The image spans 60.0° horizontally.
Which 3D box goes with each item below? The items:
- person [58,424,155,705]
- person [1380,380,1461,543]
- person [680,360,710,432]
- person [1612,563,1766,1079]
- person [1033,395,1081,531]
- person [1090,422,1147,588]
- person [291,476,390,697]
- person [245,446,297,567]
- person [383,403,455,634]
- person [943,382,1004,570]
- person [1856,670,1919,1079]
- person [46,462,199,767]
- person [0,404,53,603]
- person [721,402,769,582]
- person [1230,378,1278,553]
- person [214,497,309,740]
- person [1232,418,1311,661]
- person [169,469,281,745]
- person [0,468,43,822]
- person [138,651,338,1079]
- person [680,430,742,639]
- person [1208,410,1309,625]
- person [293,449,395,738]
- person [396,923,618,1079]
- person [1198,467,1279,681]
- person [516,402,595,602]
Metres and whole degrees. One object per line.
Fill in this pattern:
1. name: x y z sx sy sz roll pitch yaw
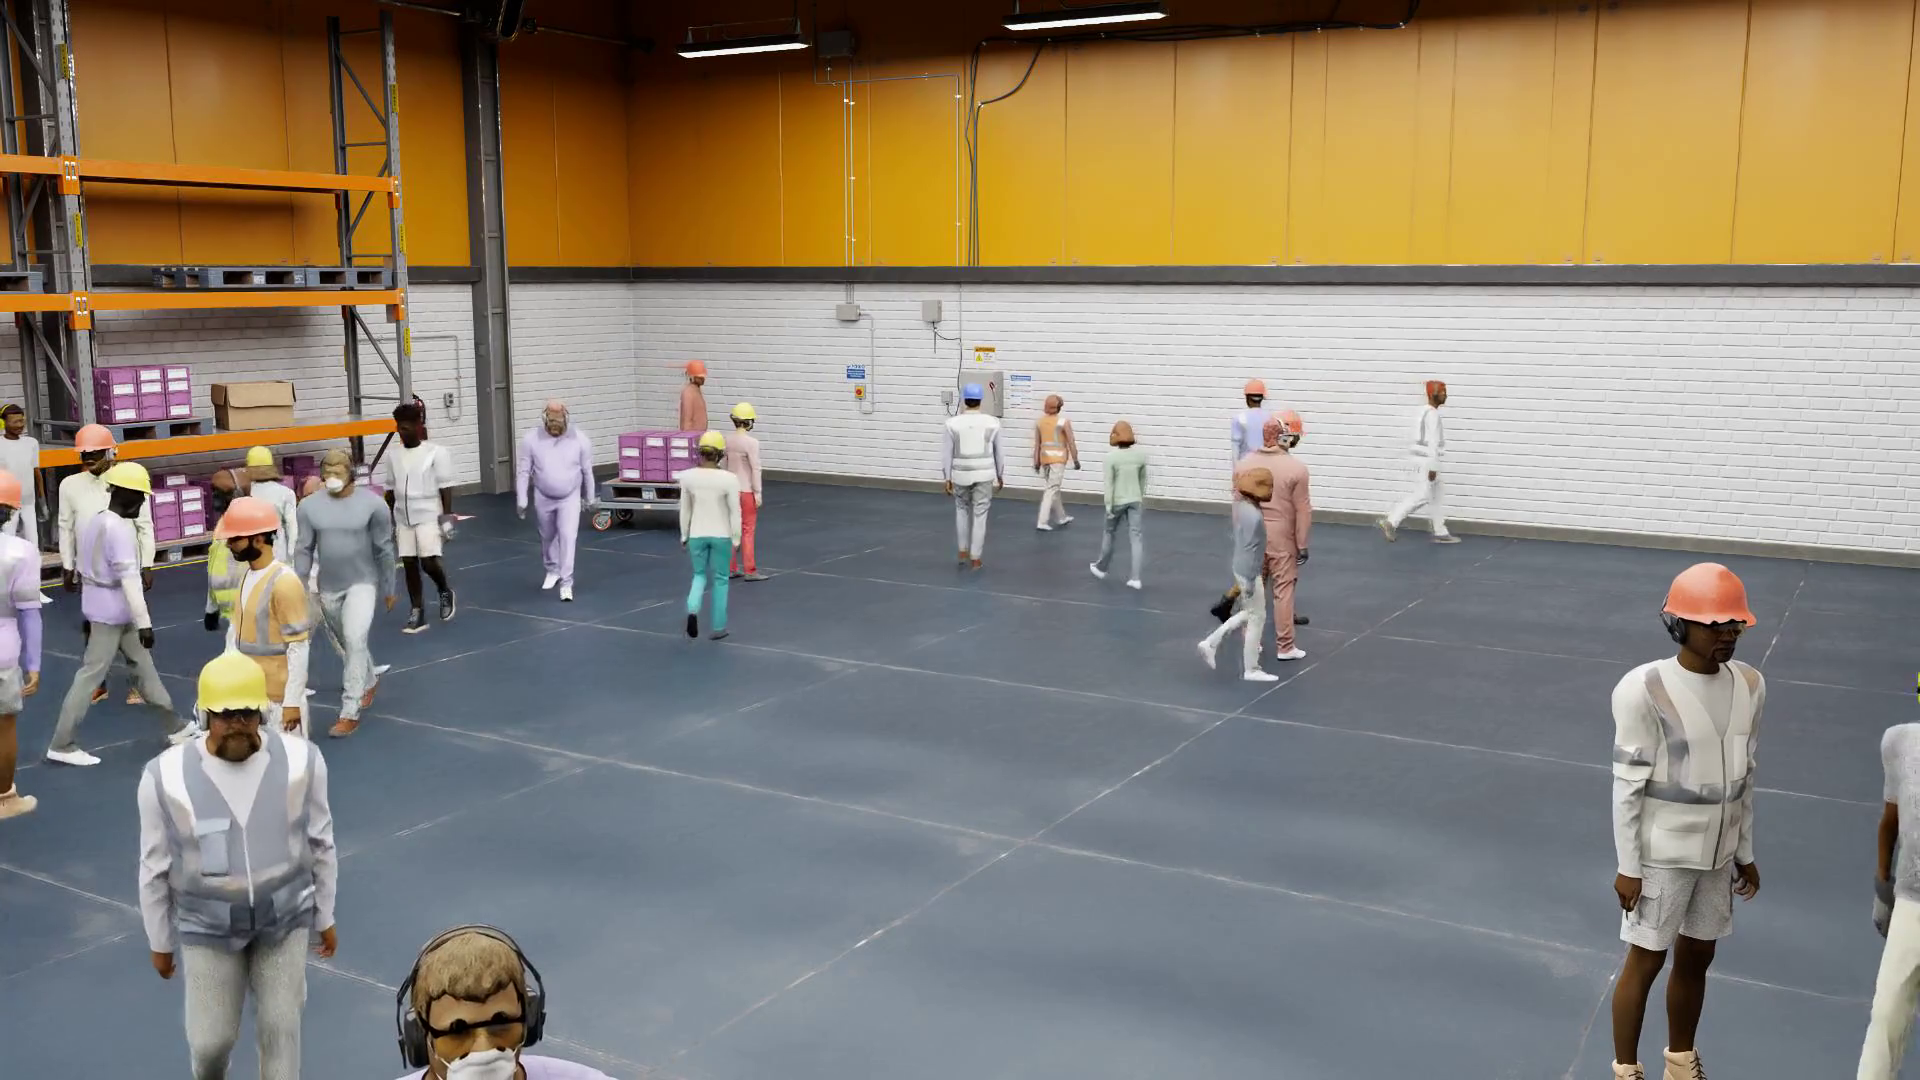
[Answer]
1. person: -5.978 0.177 11.654 0.618 1.993 0.396 -1 9 -7
2. person: 5.186 -0.868 18.632 0.858 1.860 0.584 1 9 8
3. person: -3.426 -1.287 20.913 0.722 1.968 0.636 1 9 4
4. person: 2.563 1.086 5.838 0.607 2.044 0.378 -4 10 -21
5. person: 1.138 -0.916 19.732 0.835 1.595 0.518 -9 13 -43
6. person: 1.568 -0.358 16.246 0.507 1.596 0.839 -3 10 -18
7. person: -4.512 0.332 11.904 0.847 1.592 0.530 -6 11 -31
8. person: -5.409 0.121 12.958 0.496 1.697 0.935 -4 10 -21
9. person: -4.562 -0.189 14.071 0.637 1.953 0.501 2 9 13
10. person: 0.153 -0.670 17.196 0.612 1.920 0.769 1 9 7
11. person: 3.250 1.248 5.530 0.946 1.822 0.503 -9 13 -44
12. person: -5.255 0.450 10.392 1.024 1.853 0.662 -6 11 -35
13. person: -8.577 -0.312 15.143 0.323 1.861 0.525 5 11 31
14. person: -2.142 -0.474 16.435 0.526 1.769 0.329 8 12 41
15. person: 3.145 -0.761 17.755 0.567 1.921 0.464 0 9 -3
16. person: -3.474 0.739 8.337 0.550 1.933 0.375 9 13 44
17. person: 2.463 -0.005 13.085 0.643 1.905 0.399 7 11 36
18. person: -4.623 0.453 10.545 0.913 1.796 0.634 -8 12 -40
19. person: -5.270 0.632 8.885 0.679 1.995 0.907 -3 10 -18
20. person: -2.399 1.242 5.560 0.598 1.820 0.545 -5 10 -30
21. person: -2.057 -0.027 13.660 0.543 1.752 0.485 2 9 12
22. person: 2.562 -0.167 14.162 0.869 1.894 0.570 -1 9 -7
23. person: -4.126 0.308 11.228 0.634 1.888 1.042 0 9 3
24. person: -0.827 1.605 2.923 0.630 1.940 0.372 -4 10 -25
25. person: 2.096 0.255 12.345 0.505 1.614 0.518 0 9 1
26. person: -3.806 -0.387 15.677 0.687 1.844 1.035 -1 9 -9
